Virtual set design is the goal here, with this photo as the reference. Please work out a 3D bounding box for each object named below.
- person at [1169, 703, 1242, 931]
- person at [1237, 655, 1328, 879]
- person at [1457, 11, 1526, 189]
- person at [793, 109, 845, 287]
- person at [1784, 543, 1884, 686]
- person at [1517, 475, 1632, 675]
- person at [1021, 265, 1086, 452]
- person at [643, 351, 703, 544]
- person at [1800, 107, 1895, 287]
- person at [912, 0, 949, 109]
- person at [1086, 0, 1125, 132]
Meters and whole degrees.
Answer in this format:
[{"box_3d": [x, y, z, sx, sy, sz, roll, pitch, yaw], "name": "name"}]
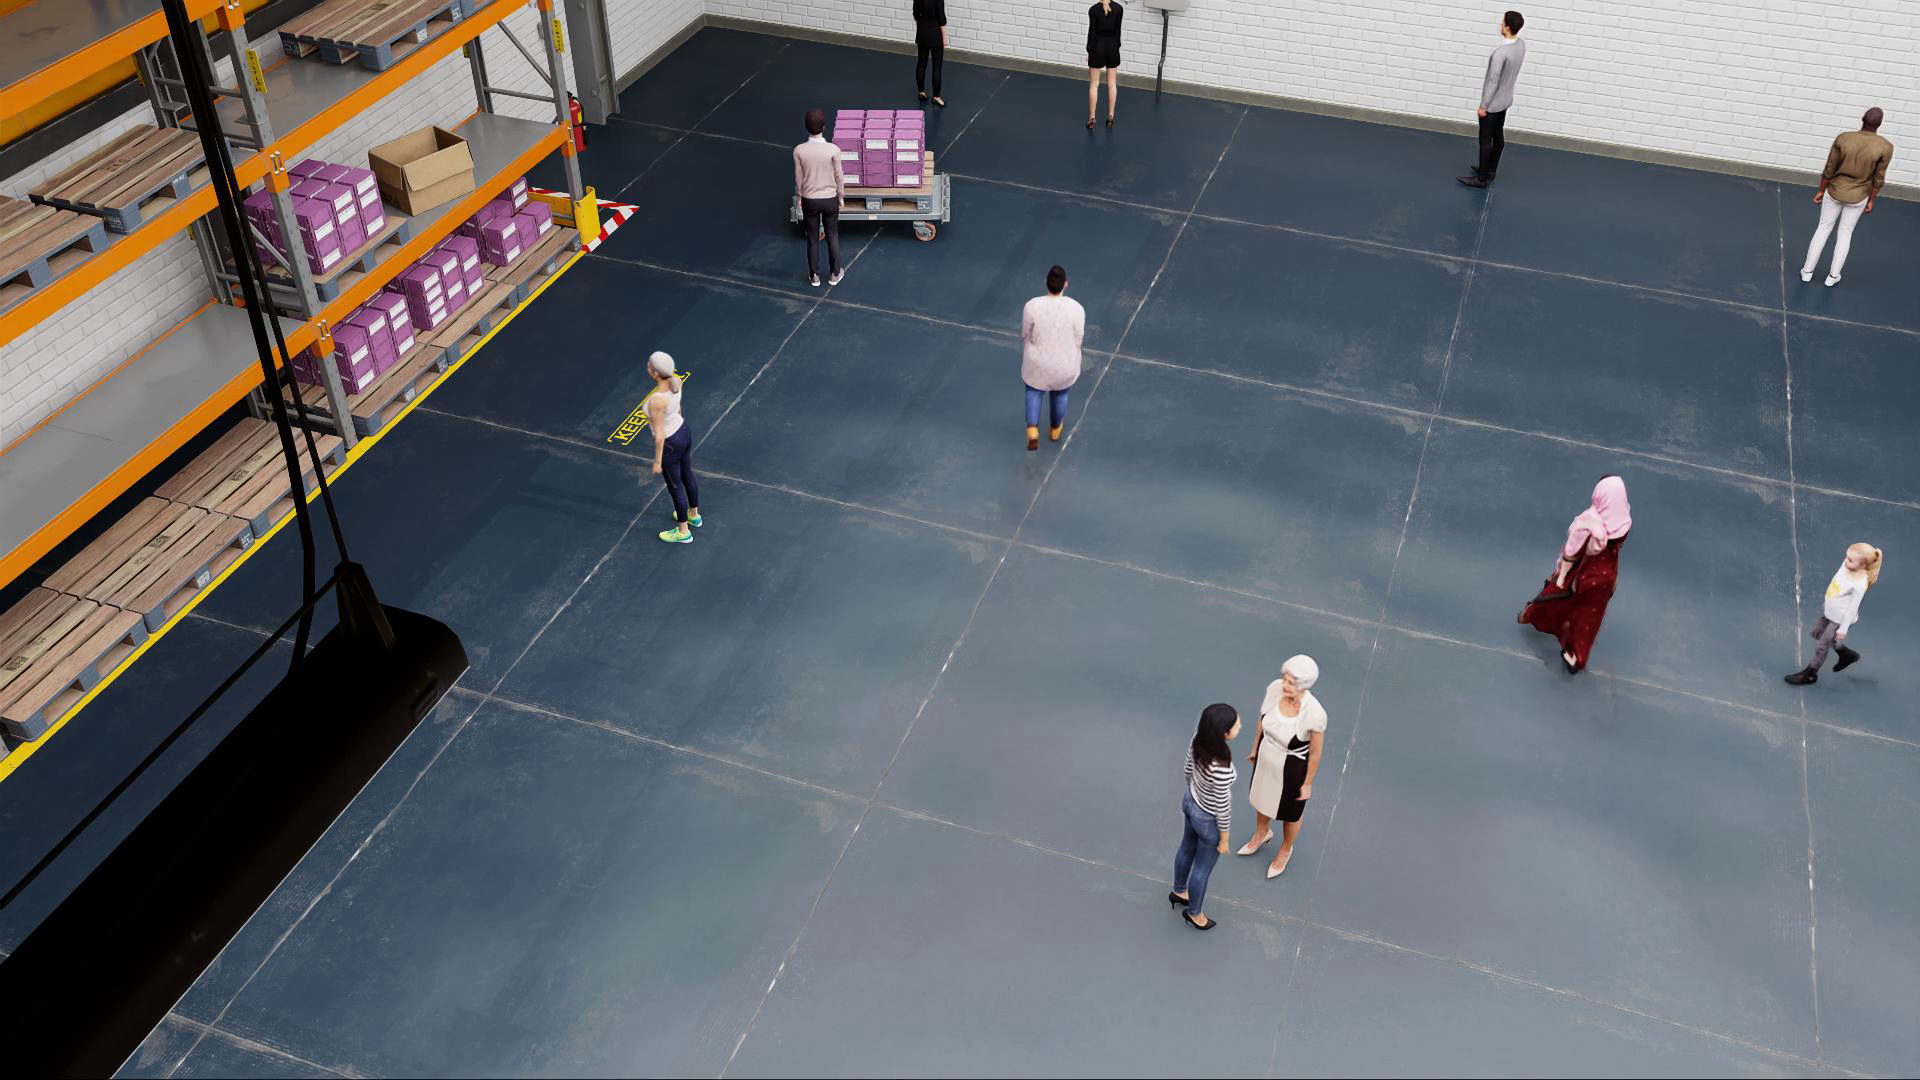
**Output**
[{"box_3d": [1.468, 1.652, 9.959, 0.728, 1.795, 0.639, -12, 40, -14], "name": "person"}, {"box_3d": [2.014, 1.396, 10.312, 0.714, 1.755, 0.717, -27, 46, -29], "name": "person"}, {"box_3d": [5.765, -4.724, 17.842, 0.884, 1.922, 0.703, 29, 47, 31], "name": "person"}, {"box_3d": [-1.364, -3.323, 16.177, 0.693, 1.809, 0.670, 0, 39, 0], "name": "person"}, {"box_3d": [6.286, 0.539, 11.777, 0.683, 1.265, 0.723, 3, 39, 3], "name": "person"}, {"box_3d": [4.489, 0.284, 11.822, 0.912, 1.608, 1.073, -5, 39, -7], "name": "person"}, {"box_3d": [0.749, -1.494, 13.950, 0.774, 1.732, 0.952, 6, 39, 8], "name": "person"}, {"box_3d": [-2.242, -0.737, 13.025, 0.662, 1.703, 0.478, 10, 40, 13], "name": "person"}, {"box_3d": [8.627, -3.343, 16.189, 0.764, 1.825, 0.660, 21, 43, 24], "name": "person"}, {"box_3d": [-0.356, -5.915, 19.542, 0.669, 1.661, 0.651, 26, 45, 29], "name": "person"}, {"box_3d": [1.635, -5.552, 19.001, 0.649, 1.768, 0.676, -9, 39, -11], "name": "person"}]
